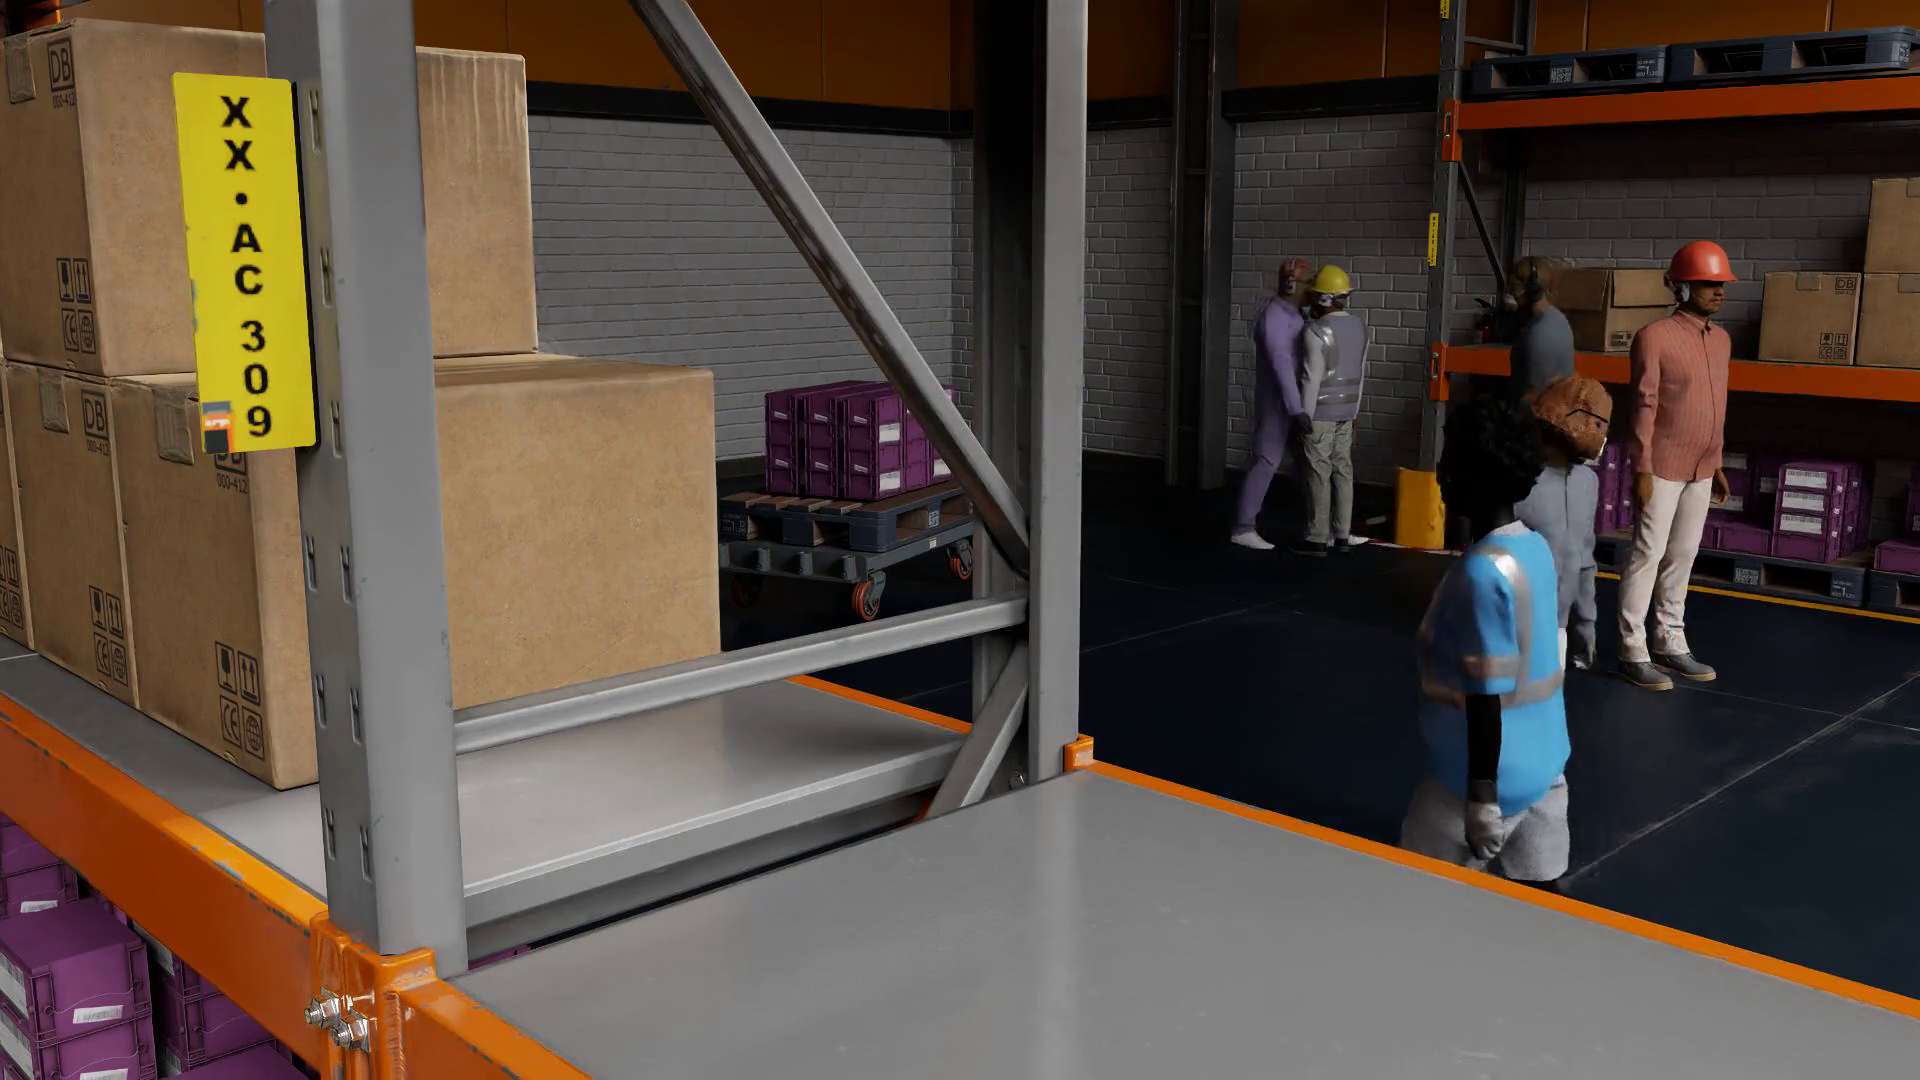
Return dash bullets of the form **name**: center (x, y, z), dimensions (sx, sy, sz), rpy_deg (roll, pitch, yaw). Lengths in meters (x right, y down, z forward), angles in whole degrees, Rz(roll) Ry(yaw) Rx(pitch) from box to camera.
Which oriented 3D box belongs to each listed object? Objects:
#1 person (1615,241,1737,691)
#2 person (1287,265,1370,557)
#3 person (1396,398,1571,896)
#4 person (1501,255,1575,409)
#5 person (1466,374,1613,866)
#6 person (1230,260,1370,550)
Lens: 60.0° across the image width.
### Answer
- **person**: center (3.231, -0.330, 7.464), dimensions (0.608, 1.996, 0.379), rpy_deg (-6, 12, -30)
- **person**: center (2.314, -0.811, 10.531), dimensions (0.600, 1.832, 0.404), rpy_deg (-9, 14, -41)
- **person**: center (1.113, 0.504, 3.825), dimensions (0.856, 1.650, 0.547), rpy_deg (7, 13, 34)
- **person**: center (2.923, -0.482, 8.508), dimensions (0.434, 1.920, 0.654), rpy_deg (4, 11, 20)
- **person**: center (1.721, 0.288, 5.149), dimensions (0.608, 1.604, 0.406), rpy_deg (-7, 12, -32)
- **person**: center (2.156, -0.839, 10.609), dimensions (0.864, 1.863, 0.646), rpy_deg (6, 12, 31)
